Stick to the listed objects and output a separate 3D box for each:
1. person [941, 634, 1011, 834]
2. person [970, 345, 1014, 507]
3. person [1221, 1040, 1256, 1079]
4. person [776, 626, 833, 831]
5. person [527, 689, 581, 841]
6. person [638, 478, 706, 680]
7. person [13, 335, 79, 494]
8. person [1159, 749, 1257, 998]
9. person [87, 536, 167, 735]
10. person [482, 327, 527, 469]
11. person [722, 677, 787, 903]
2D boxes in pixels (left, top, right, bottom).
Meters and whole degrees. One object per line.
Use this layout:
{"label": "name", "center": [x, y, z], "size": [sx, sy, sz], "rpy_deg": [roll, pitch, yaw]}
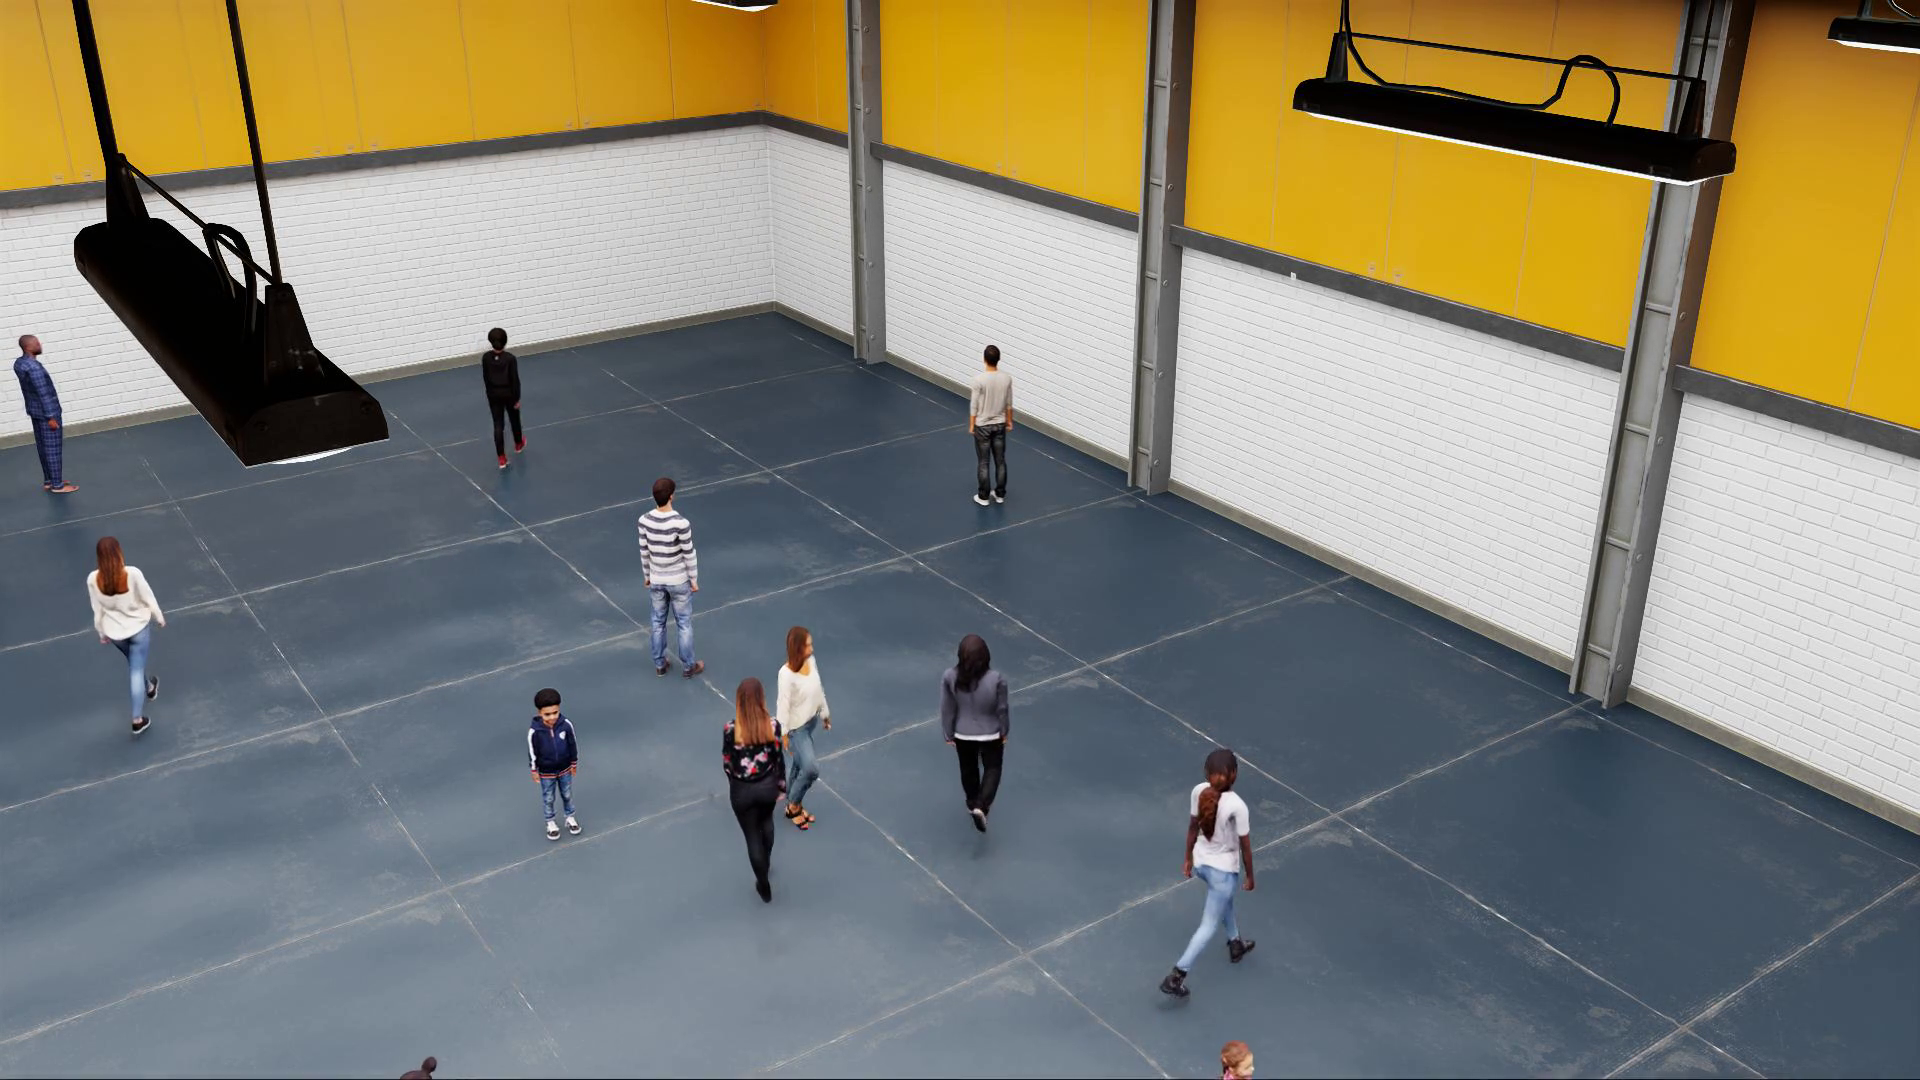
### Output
{"label": "person", "center": [0.122, 1.449, 12.440], "size": [0.953, 1.581, 1.004], "rpy_deg": [5, 24, 11]}
{"label": "person", "center": [0.349, -1.269, 18.375], "size": [0.682, 1.809, 0.610], "rpy_deg": [-9, 25, -20]}
{"label": "person", "center": [1.485, 3.172, 9.210], "size": [0.715, 1.011, 0.598], "rpy_deg": [11, 26, 24]}
{"label": "person", "center": [-1.282, 1.379, 12.488], "size": [0.775, 1.671, 0.741], "rpy_deg": [9, 25, 19]}
{"label": "person", "center": [-3.034, 1.657, 12.413], "size": [0.549, 1.222, 0.541], "rpy_deg": [-9, 25, -20]}
{"label": "person", "center": [-2.566, 0.335, 14.651], "size": [0.695, 1.852, 0.774], "rpy_deg": [6, 24, 12]}
{"label": "person", "center": [-10.331, -1.436, 18.737], "size": [0.606, 1.824, 0.782], "rpy_deg": [20, 31, 38]}
{"label": "person", "center": [1.591, 2.171, 10.671], "size": [0.733, 1.676, 1.118], "rpy_deg": [-18, 29, -35]}
{"label": "person", "center": [-6.911, 0.814, 13.815], "size": [0.966, 1.644, 1.189], "rpy_deg": [-3, 24, -7]}
{"label": "person", "center": [-5.363, -1.630, 19.419], "size": [1.004, 1.633, 1.150], "rpy_deg": [0, 24, 1]}
{"label": "person", "center": [-1.413, 1.780, 11.587], "size": [0.688, 1.659, 0.853], "rpy_deg": [-8, 25, -17]}
